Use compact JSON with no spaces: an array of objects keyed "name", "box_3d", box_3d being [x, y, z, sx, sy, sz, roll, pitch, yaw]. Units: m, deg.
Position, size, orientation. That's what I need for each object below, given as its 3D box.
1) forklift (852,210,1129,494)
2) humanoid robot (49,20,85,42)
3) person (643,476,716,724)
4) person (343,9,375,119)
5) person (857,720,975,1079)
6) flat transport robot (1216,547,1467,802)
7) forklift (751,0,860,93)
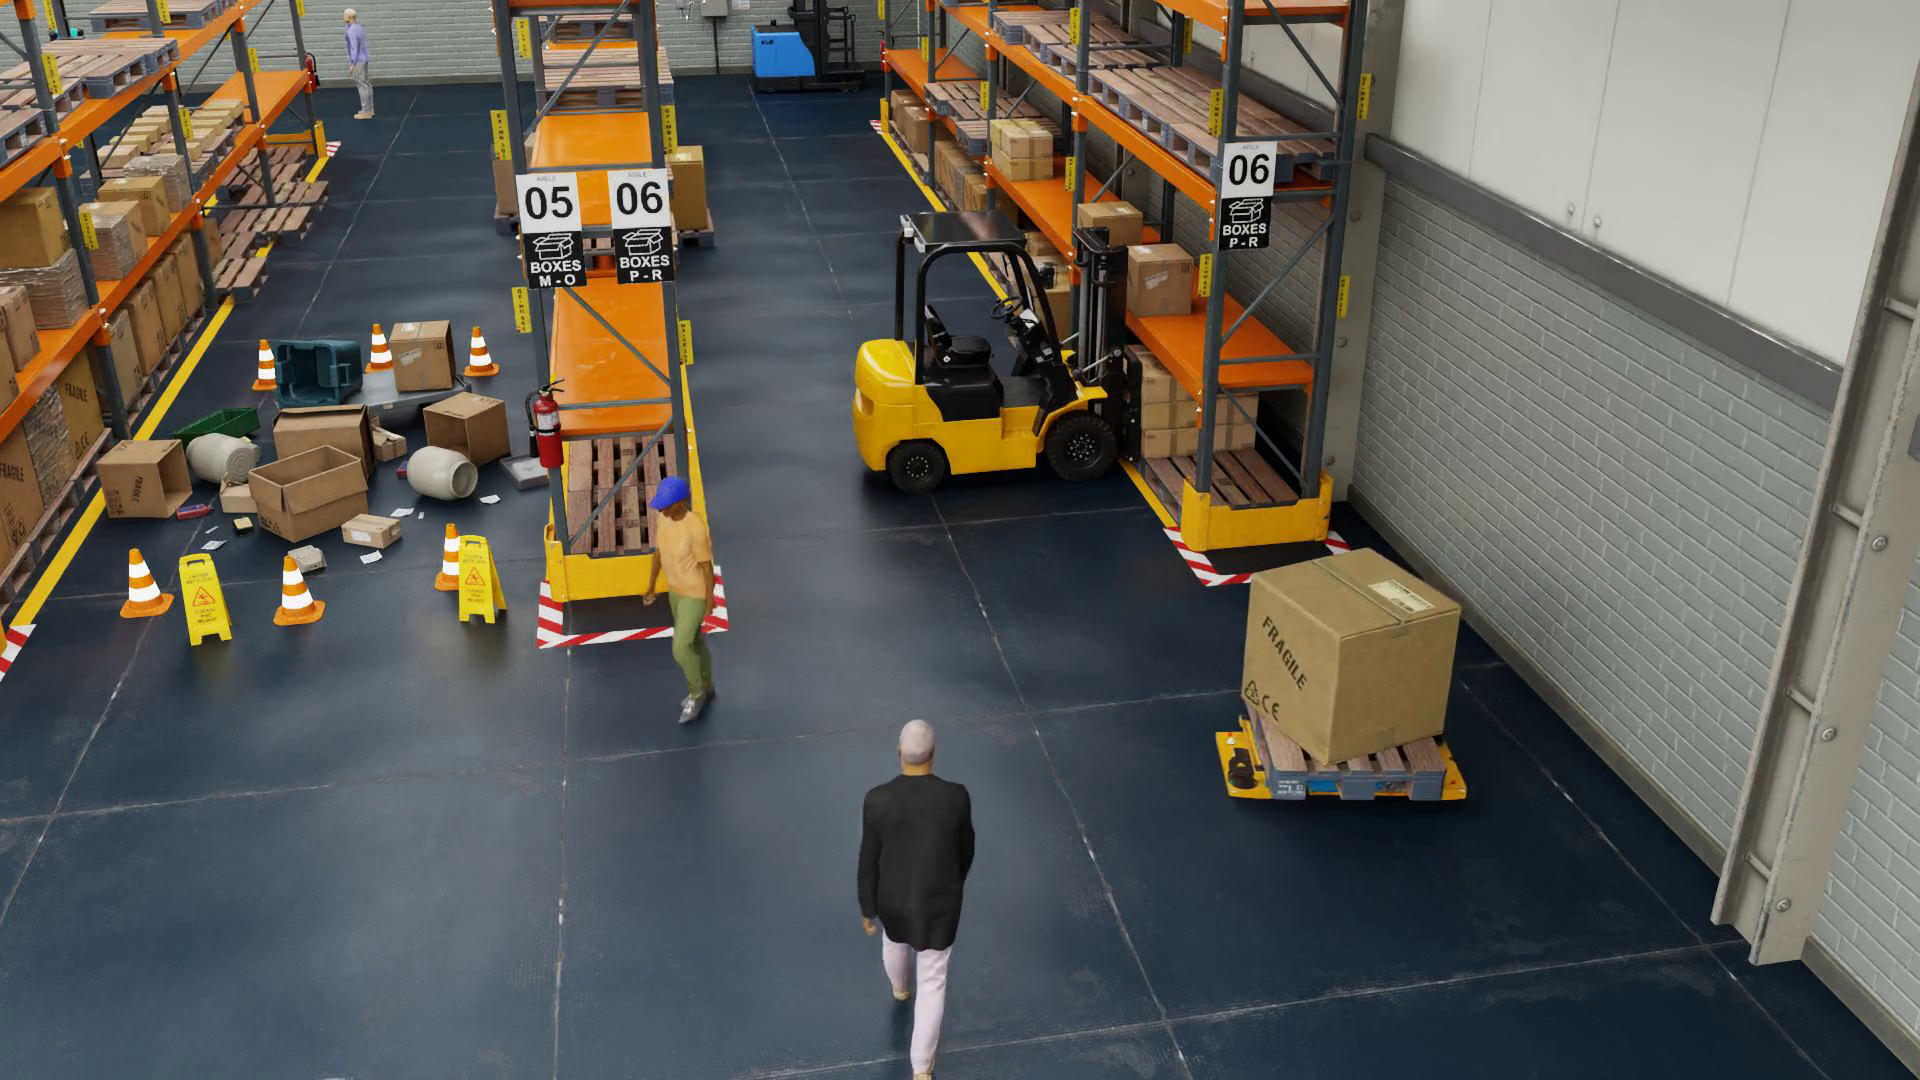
[{"name":"forklift","box_3d":[0.216,-1.659,14.366,2.313,2.155,1.214,-5,26,-10]},{"name":"humanoid robot","box_3d":[-14.950,-7.880,27.898,0.534,1.778,1.002,-22,33,-38]},{"name":"person","box_3d":[-1.811,0.368,10.709,0.554,1.695,0.435,-22,34,-38]},{"name":"person","box_3d":[-10.168,-8.063,28.155,0.394,1.799,0.592,-1,26,-2]},{"name":"person","box_3d":[-0.197,1.633,7.940,0.532,1.808,0.947,2,26,4]},{"name":"flat transport robot","box_3d":[2.346,1.352,10.313,1.431,0.231,0.659,0,26,1]},{"name":"forklift","box_3d":[-2.872,-9.679,30.288,1.873,2.768,1.129,-5,26,-10]}]
